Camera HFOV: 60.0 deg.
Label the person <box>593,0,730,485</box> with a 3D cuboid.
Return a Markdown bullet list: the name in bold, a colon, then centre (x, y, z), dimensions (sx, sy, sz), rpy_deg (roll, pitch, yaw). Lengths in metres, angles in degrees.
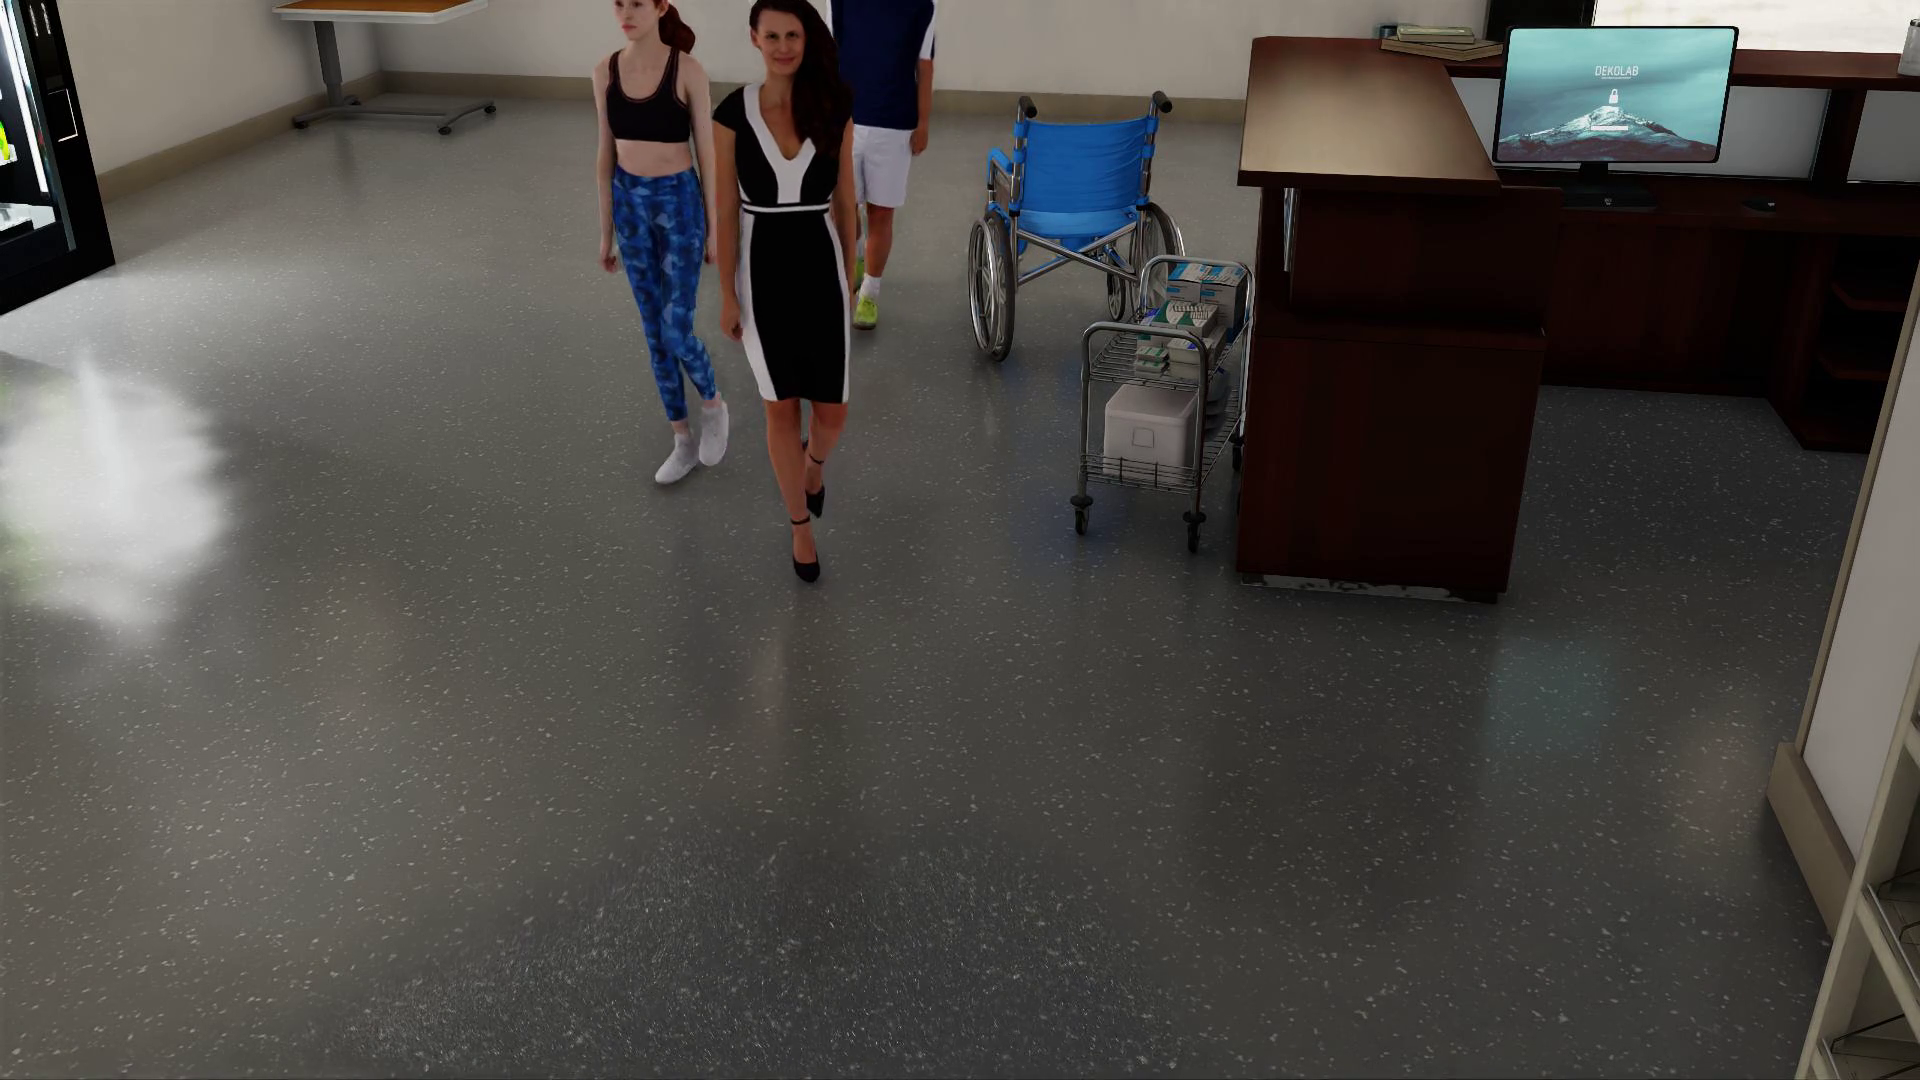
- **person**: centre (-0.995, -1.073, 5.754), dimensions (0.592, 1.777, 0.678), rpy_deg (8, 27, 16)

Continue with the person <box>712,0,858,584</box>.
- **person**: centre (-0.527, -0.750, 5.077), dimensions (0.714, 1.785, 0.801), rpy_deg (-5, 26, -10)

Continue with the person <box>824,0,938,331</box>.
- **person**: centre (-0.358, -1.837, 7.314), dimensions (0.726, 1.799, 0.785), rpy_deg (6, 26, 11)
